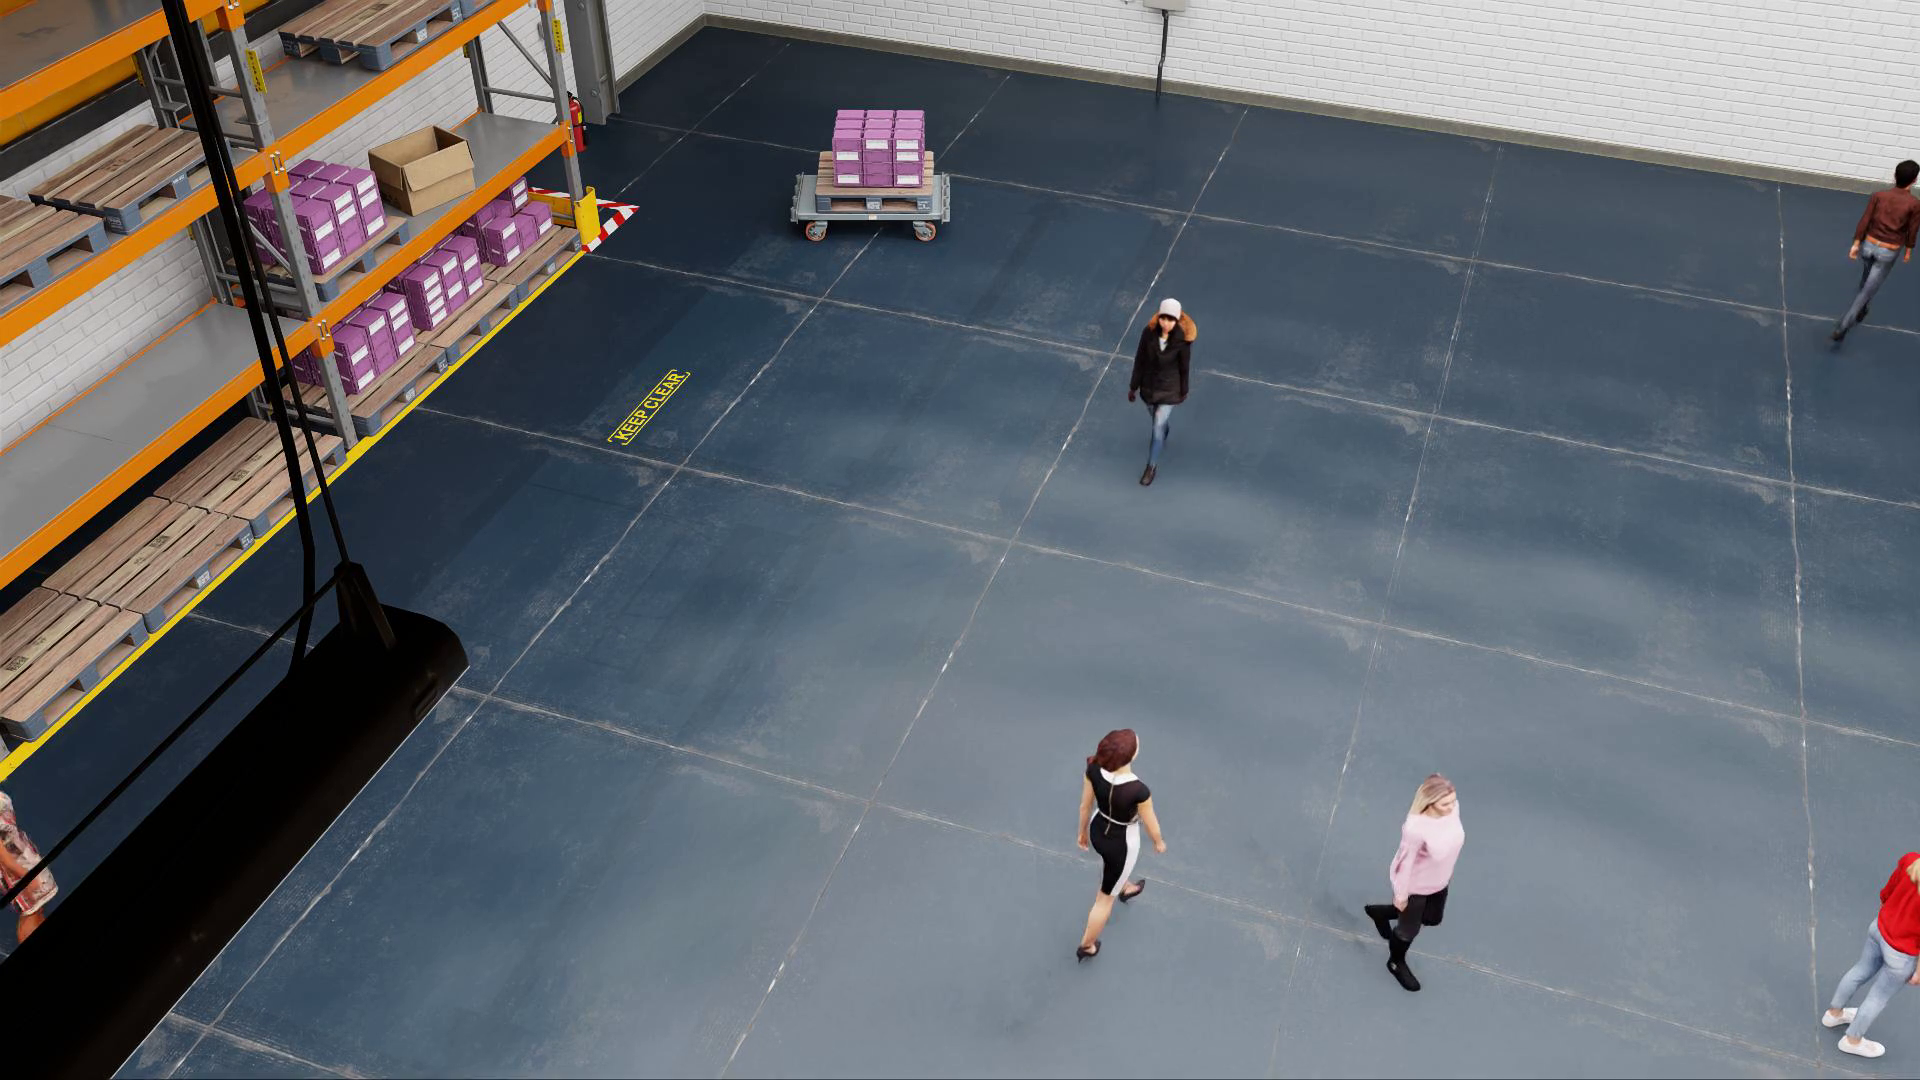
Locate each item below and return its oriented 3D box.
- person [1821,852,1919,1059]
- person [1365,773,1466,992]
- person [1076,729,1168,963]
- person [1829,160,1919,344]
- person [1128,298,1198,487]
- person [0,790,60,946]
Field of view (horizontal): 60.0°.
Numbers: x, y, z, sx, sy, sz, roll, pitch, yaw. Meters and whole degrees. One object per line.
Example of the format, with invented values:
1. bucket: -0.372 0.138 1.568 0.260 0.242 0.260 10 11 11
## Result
1. person: 5.239 2.242 9.293 0.753 1.704 0.606 -3 39 -4
2. person: 2.628 1.925 9.714 0.840 1.674 0.875 -24 45 -27
3. person: 0.853 1.846 9.736 0.848 1.771 1.078 29 47 32
4. person: 8.450 -2.604 15.336 1.253 1.735 1.020 -28 46 -31
5. person: 1.681 -1.318 13.832 0.708 1.603 1.070 17 42 21
6. person: -5.657 1.860 9.840 0.800 1.619 0.800 24 45 27
